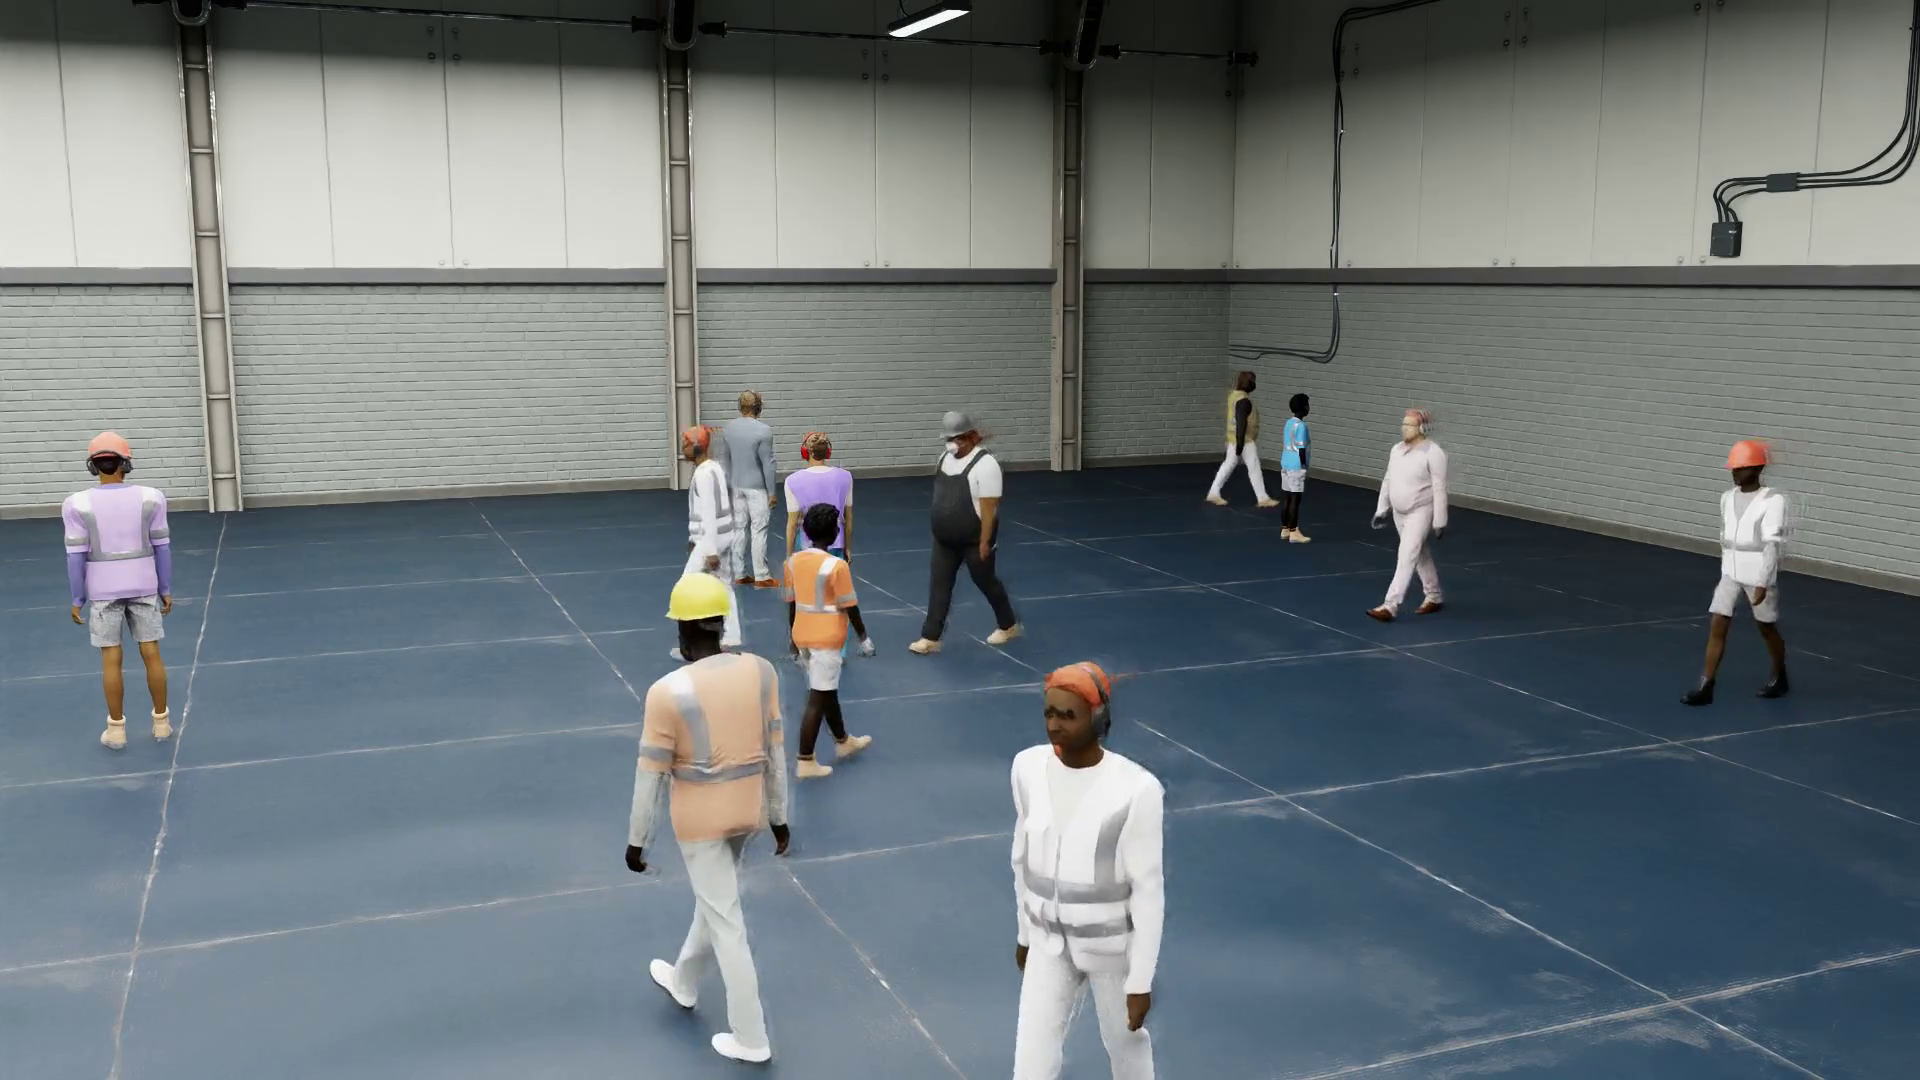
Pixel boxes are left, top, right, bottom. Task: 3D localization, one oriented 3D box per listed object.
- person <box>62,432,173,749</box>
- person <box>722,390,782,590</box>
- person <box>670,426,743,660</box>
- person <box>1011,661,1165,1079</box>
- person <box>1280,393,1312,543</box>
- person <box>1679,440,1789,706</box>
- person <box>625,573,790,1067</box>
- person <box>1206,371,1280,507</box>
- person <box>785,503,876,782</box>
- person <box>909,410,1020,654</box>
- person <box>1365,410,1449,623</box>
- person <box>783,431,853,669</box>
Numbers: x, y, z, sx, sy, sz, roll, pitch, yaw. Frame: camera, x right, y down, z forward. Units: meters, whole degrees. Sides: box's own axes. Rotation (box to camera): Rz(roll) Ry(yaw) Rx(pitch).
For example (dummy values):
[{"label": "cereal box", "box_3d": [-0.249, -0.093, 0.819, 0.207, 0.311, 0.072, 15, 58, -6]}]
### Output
[{"label": "person", "box_3d": [-5.406, 0.323, 10.712, 0.608, 2.033, 0.404, -6, 11, -34]}, {"label": "person", "box_3d": [-2.009, -0.483, 16.071, 0.631, 1.940, 0.372, 7, 11, 36]}, {"label": "person", "box_3d": [-2.051, 0.027, 13.120, 0.696, 1.858, 0.610, 1, 9, 4]}, {"label": "person", "box_3d": [0.372, 1.292, 5.273, 0.597, 1.829, 0.974, 6, 11, 35]}, {"label": "person", "box_3d": [3.830, -0.822, 18.949, 0.322, 1.697, 0.532, -1, 9, -6]}, {"label": "person", "box_3d": [5.582, 0.235, 11.769, 0.999, 1.891, 0.548, -5, 10, -27]}, {"label": "person", "box_3d": [-1.050, 1.060, 6.522, 0.926, 1.885, 0.617, 8, 12, 41]}, {"label": "person", "box_3d": [3.694, -1.327, 21.837, 0.949, 1.804, 0.630, 0, 9, -2]}, {"label": "person", "box_3d": [-0.744, 0.605, 10.104, 0.729, 1.670, 0.543, -7, 12, -38]}, {"label": "person", "box_3d": [0.070, -0.116, 13.444, 1.027, 2.000, 0.699, -9, 13, -44]}, {"label": "person", "box_3d": [3.959, -0.216, 14.644, 1.011, 1.859, 0.635, -4, 10, -23]}, {"label": "person", "box_3d": [-1.080, 0.085, 12.786, 0.563, 1.848, 0.389, -5, 10, -28]}]
